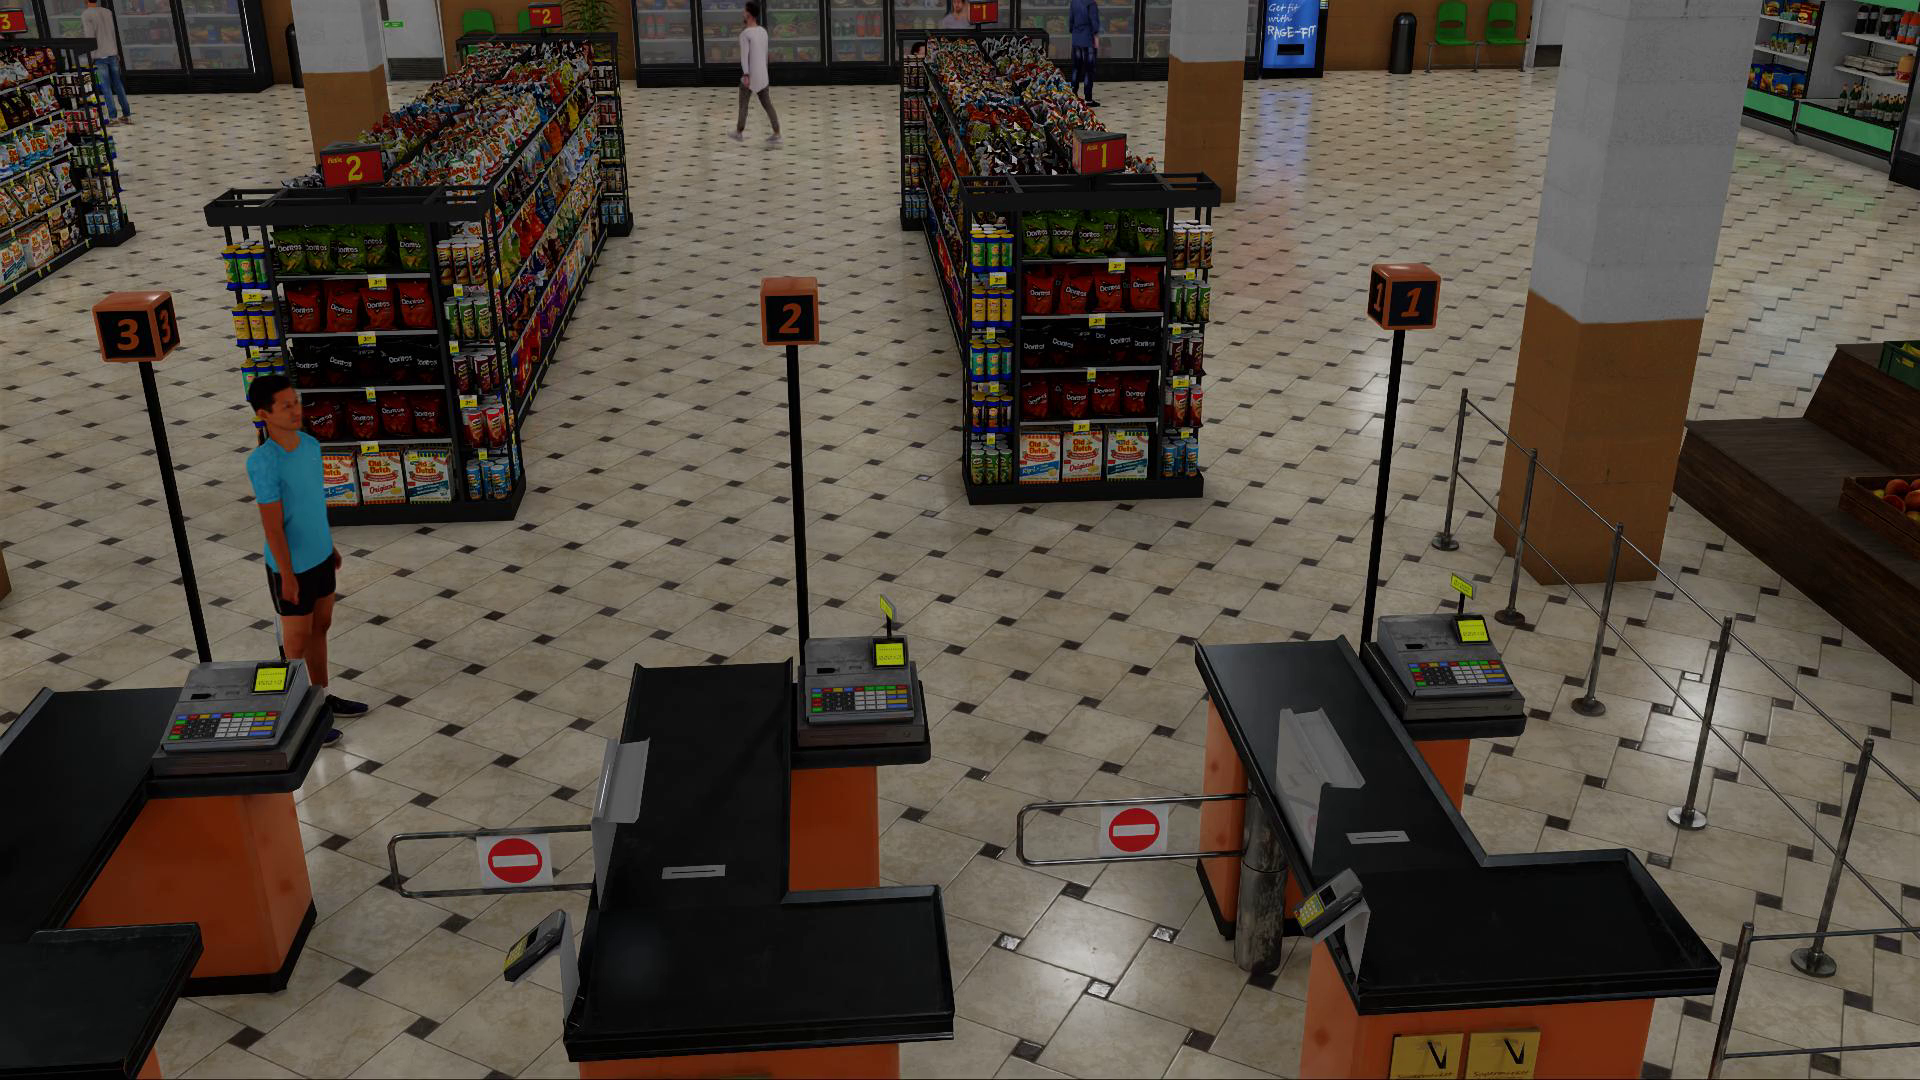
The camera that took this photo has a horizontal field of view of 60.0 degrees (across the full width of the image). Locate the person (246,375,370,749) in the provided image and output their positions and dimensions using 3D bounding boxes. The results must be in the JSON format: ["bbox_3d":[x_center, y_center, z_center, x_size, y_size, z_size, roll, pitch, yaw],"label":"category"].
[{"bbox_3d":[-3.081,0.086,7.735,0.724,1.776,0.553,4,24,8],"label":"person"}]

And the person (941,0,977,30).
[{"bbox_3d":[0.004,-6.631,23.022,0.756,1.826,0.794,3,24,6],"label":"person"}]

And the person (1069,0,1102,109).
[{"bbox_3d":[1.859,-7.392,24.763,0.857,1.826,0.770,-22,32,-40],"label":"person"}]

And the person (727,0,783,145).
[{"bbox_3d":[-2.611,-6.037,21.701,1.227,1.797,1.179,18,29,35],"label":"person"}]

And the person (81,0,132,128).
[{"bbox_3d":[-11.959,-6.762,23.227,0.812,1.902,0.667,9,25,19],"label":"person"}]
